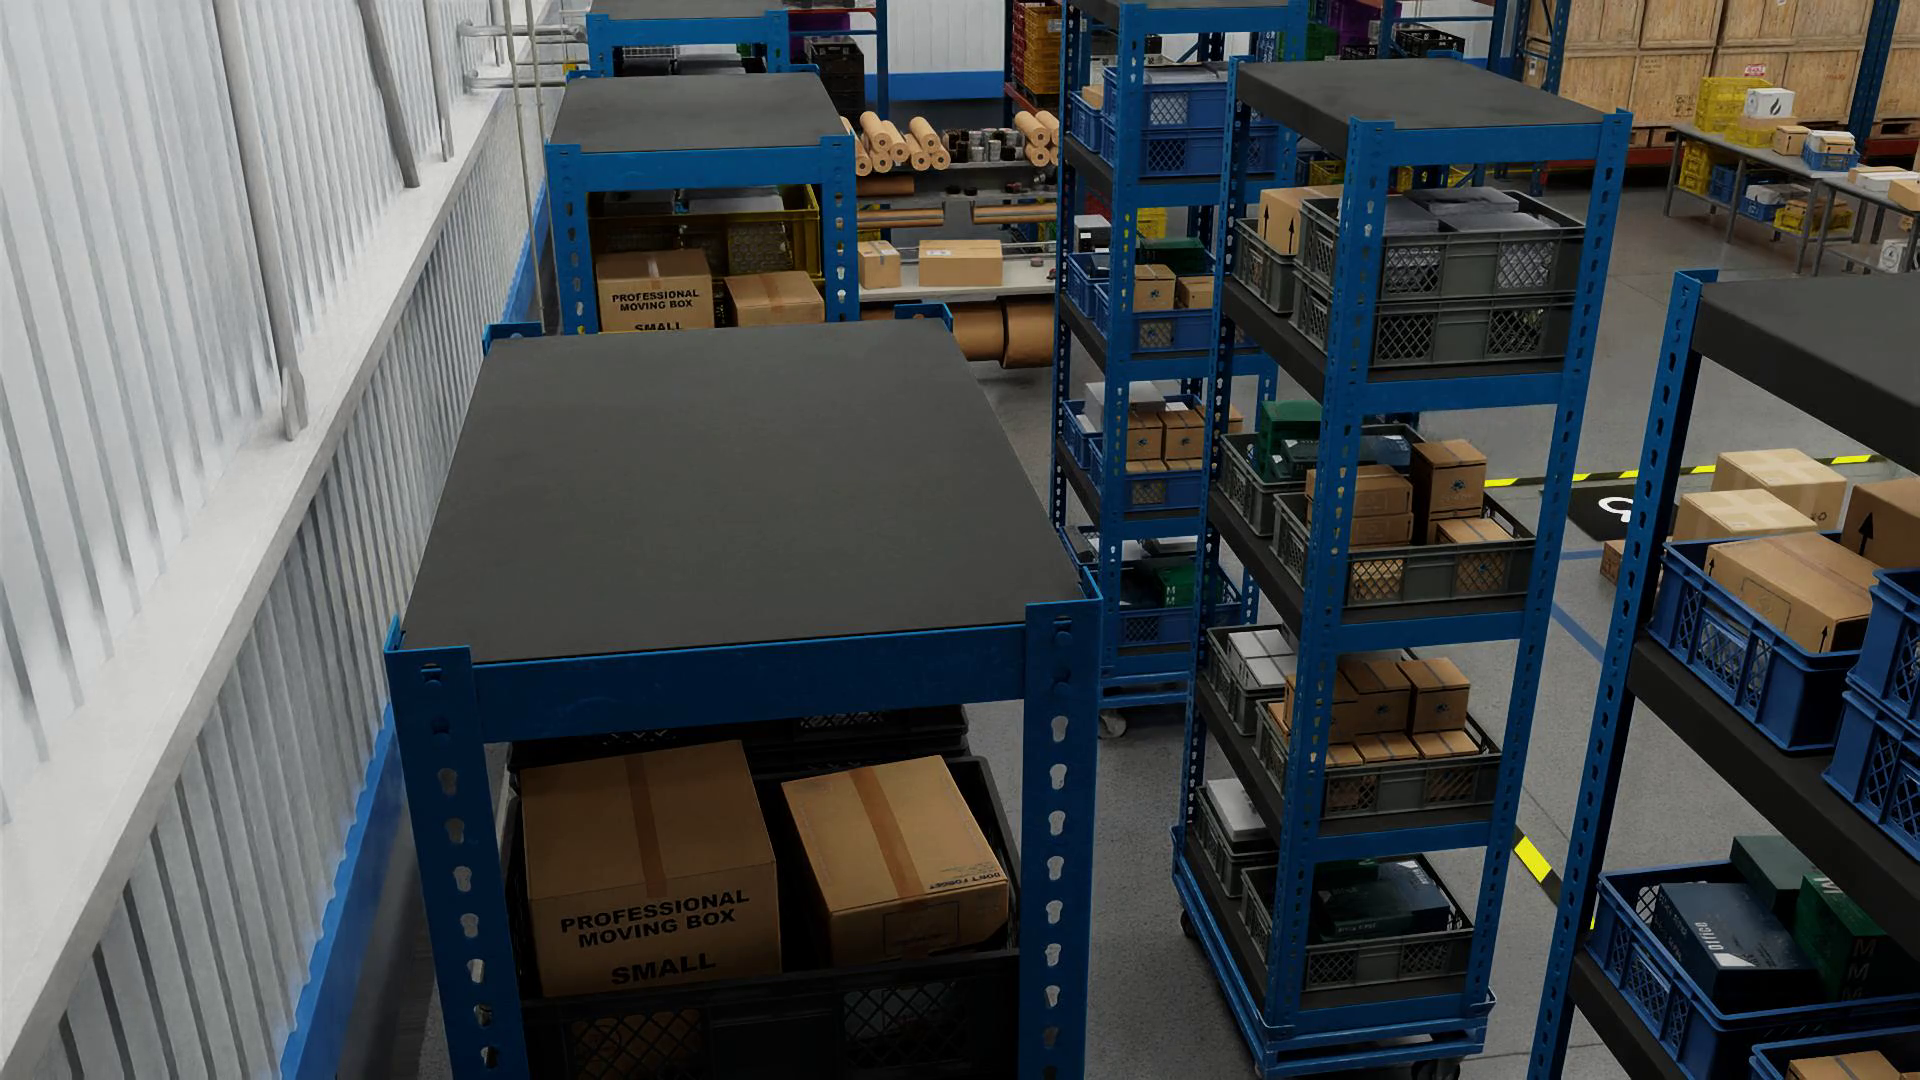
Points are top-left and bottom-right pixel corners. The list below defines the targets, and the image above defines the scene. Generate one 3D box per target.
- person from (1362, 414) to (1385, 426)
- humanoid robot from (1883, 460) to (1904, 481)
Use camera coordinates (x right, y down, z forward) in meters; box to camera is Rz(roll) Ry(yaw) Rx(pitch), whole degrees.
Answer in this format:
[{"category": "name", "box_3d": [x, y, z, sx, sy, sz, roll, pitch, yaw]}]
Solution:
[{"category": "person", "box_3d": [2.724, -1.294, 11.230, 0.504, 1.838, 0.607, -4, 25, -9]}, {"category": "humanoid robot", "box_3d": [6.425, -1.061, 10.848, 0.790, 1.776, 0.573, -22, 33, -40]}]
